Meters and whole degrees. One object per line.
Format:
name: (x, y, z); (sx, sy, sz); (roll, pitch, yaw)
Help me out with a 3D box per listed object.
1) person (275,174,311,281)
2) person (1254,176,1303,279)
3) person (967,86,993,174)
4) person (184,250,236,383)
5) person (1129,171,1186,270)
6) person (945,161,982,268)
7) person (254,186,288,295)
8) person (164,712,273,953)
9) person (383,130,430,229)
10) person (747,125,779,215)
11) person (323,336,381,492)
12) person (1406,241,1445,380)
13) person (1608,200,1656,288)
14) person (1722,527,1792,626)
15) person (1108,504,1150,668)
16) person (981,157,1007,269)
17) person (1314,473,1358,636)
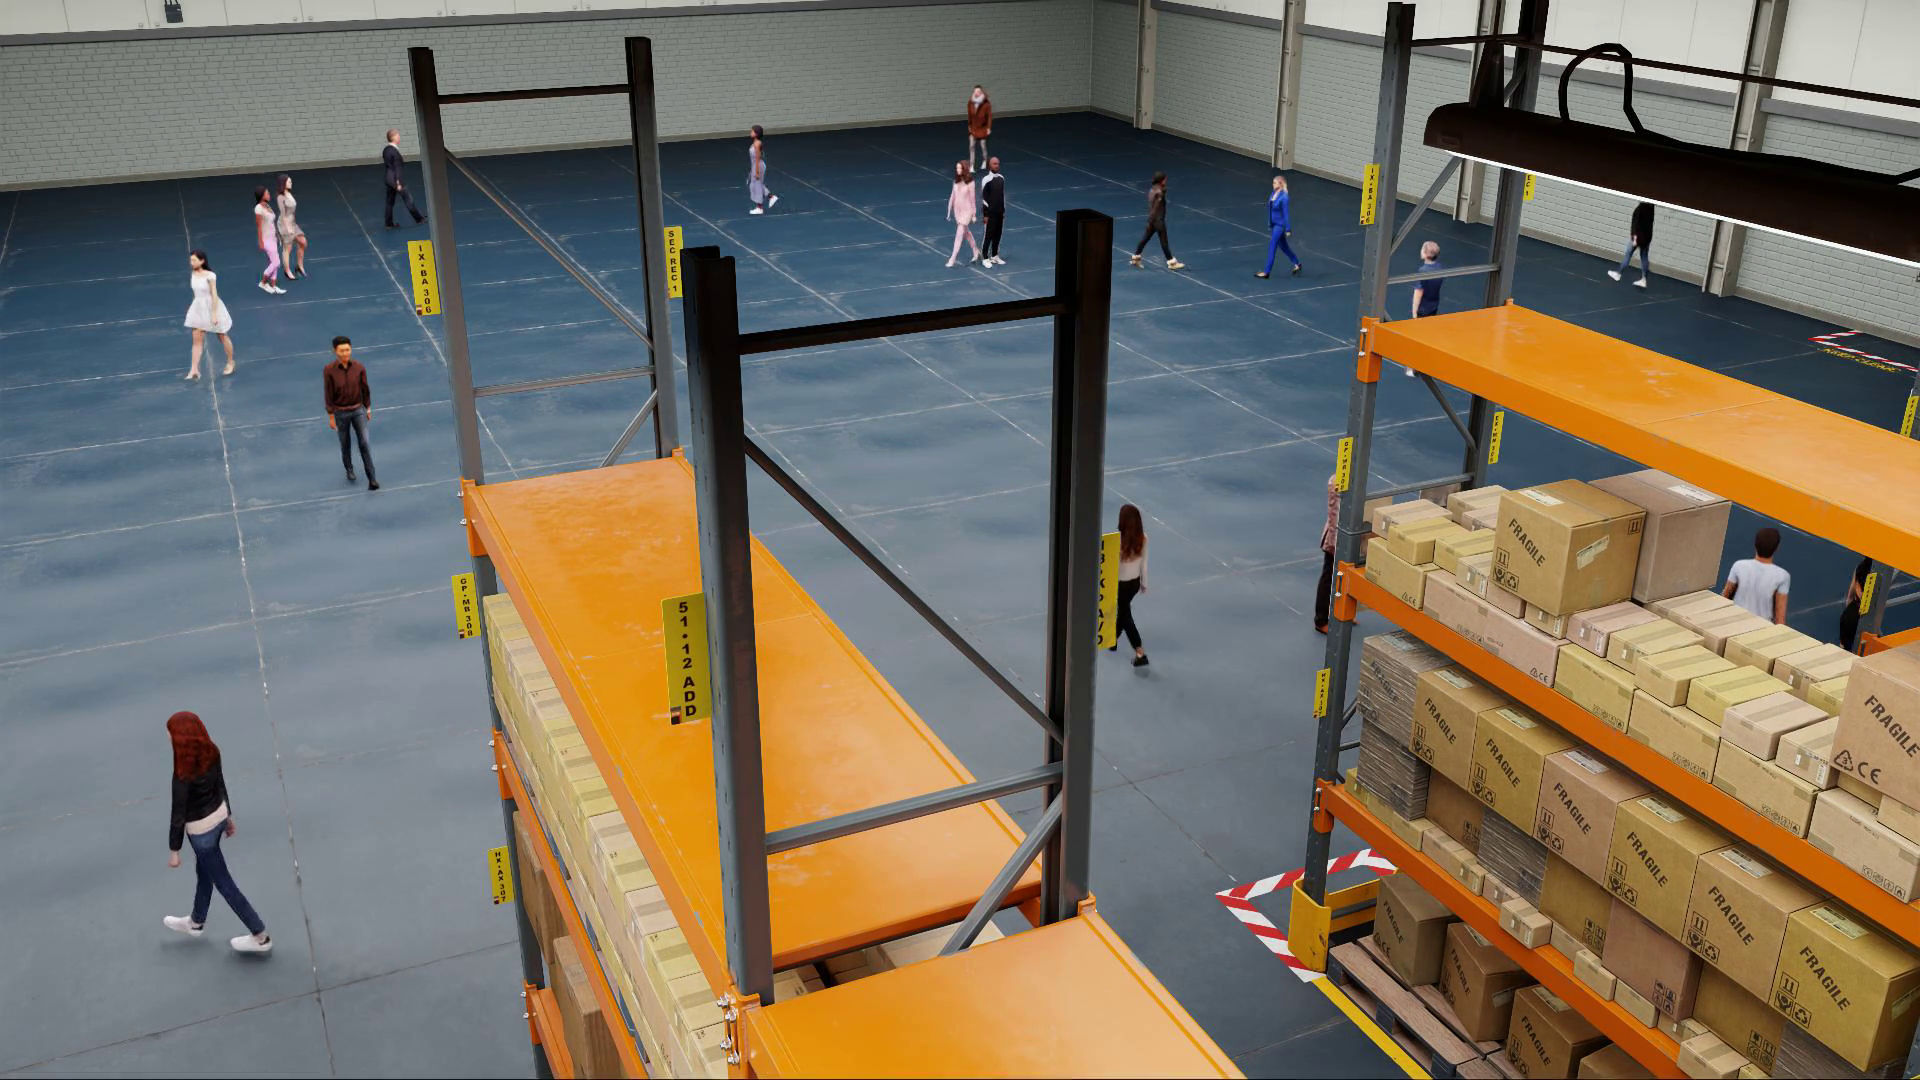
person: (-11.061, -5.096, 27.176); (0.792, 1.733, 0.711); (2, 23, 5)
person: (5.354, -5.131, 27.355); (0.842, 1.658, 1.138); (-8, 24, -18)
person: (0.432, -8.881, 35.989); (1.129, 1.802, 1.232); (6, 24, 14)
person: (-9.974, -3.016, 22.273); (1.087, 1.742, 1.130); (9, 25, 20)
person: (3.429, -5.353, 27.874); (0.797, 1.661, 1.101); (5, 24, 11)
person: (0.119, -5.497, 28.094); (1.151, 1.752, 0.984); (20, 30, 39)
person: (-11.031, -4.725, 26.307); (0.781, 1.730, 0.691); (-3, 23, -6)
person: (-4.755, 1.914, 10.667); (1.013, 1.753, 1.054); (4, 23, 8)
person: (-10.530, -6.648, 30.767); (1.145, 1.779, 1.019); (21, 30, 39)
person: (-3.800, -7.121, 31.996); (0.719, 1.687, 0.792); (-5, 24, -13)
person: (-6.843, -1.415, 18.531); (0.735, 1.724, 1.150); (-13, 26, -27)
person: (6.288, -3.040, 22.185); (0.753, 1.856, 0.804); (-18, 29, -35)
person: (11.037, -4.866, 26.789); (0.589, 1.613, 0.967); (-11, 25, -24)
person: (6.199, 0.817, 13.145); (1.109, 1.832, 1.105); (11, 25, 24)
person: (1.487, 0.428, 14.541); (0.605, 1.456, 0.976); (-13, 26, -27)
person: (0.556, -5.578, 28.189); (0.717, 1.827, 0.666); (-20, 30, -39)
person: (3.471, -0.034, 15.176); (0.777, 1.808, 0.777); (15, 27, 32)
